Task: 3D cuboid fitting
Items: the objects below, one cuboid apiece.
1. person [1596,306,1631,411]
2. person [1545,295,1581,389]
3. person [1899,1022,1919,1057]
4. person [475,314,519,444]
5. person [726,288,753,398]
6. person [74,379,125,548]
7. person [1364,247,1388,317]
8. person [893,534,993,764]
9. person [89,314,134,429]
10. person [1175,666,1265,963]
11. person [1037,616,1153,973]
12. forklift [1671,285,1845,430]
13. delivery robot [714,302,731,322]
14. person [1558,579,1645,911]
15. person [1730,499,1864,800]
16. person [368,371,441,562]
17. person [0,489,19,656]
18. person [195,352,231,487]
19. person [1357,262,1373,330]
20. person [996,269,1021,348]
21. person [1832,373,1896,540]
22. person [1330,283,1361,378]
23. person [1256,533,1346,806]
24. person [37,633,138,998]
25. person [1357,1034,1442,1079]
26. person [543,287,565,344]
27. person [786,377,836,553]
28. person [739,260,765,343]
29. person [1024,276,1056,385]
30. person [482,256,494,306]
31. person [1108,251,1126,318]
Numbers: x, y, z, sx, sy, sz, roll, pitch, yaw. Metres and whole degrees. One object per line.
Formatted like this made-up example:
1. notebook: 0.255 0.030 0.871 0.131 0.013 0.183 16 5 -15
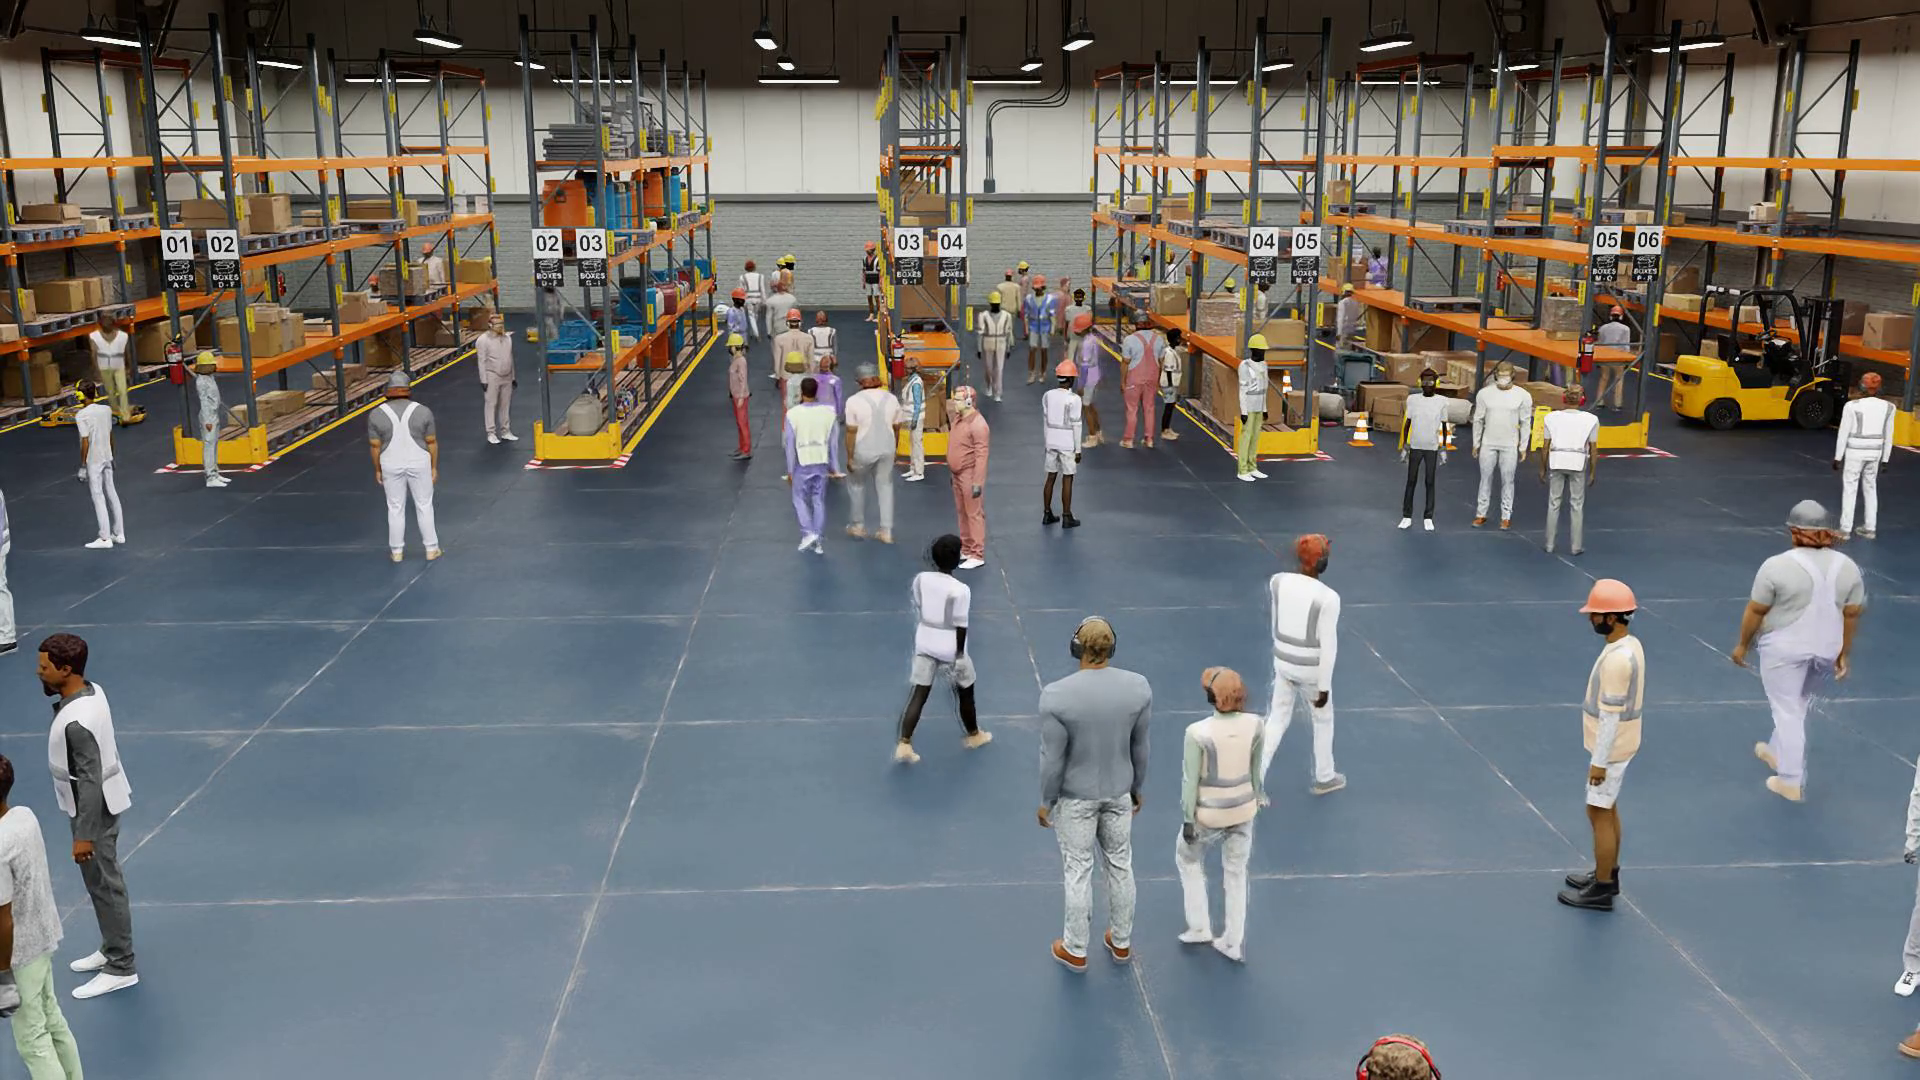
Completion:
1. person: 10.932 -3.042 27.807 0.386 1.737 0.573 -10 17 -37
2. person: 10.926 -3.573 30.096 0.562 1.729 0.719 -2 13 -10
3. person: 4.810 1.559 7.760 0.396 1.992 0.623 -10 16 -35
4. person: -6.847 -2.397 24.705 0.406 1.911 0.639 9 16 33
5. person: -3.859 -3.444 29.100 0.381 1.934 0.546 4 14 18
6. person: -9.453 -0.837 18.194 0.328 1.865 0.520 3 14 12
7. person: 10.581 -6.594 42.709 0.910 1.800 0.662 -8 15 -30
8. person: -0.141 0.769 11.847 0.534 1.652 0.881 10 17 36
9. person: -13.235 -2.636 25.989 0.554 1.782 1.013 -5 14 -22
10. person: 1.388 1.462 8.962 0.531 1.623 0.477 -5 14 -22
11. person: 0.703 1.342 8.801 0.627 1.941 0.374 -4 14 -17
12. forklift: 12.503 -2.886 26.166 2.313 2.155 1.214 -1 13 -3
13. delivery robot: -5.891 -5.657 41.214 0.477 0.478 0.707 0 13 1
14. person: 3.706 1.168 9.575 0.384 1.926 0.550 7 15 26
15. person: 5.645 0.682 11.377 0.695 2.000 0.919 -2 13 -7
16. person: -5.870 -0.792 17.624 0.679 2.000 0.537 -3 14 -13
17. person: -8.411 0.090 14.333 0.404 1.833 0.590 -12 18 -42
18. person: -9.689 -1.566 21.541 0.295 1.744 0.492 -3 14 -13
19. person: 9.693 -5.864 39.982 0.500 1.633 0.282 -10 16 -35
20. person: 1.040 -5.078 36.505 0.546 1.687 0.906 -5 14 -19
21. person: 10.083 -0.938 18.598 0.592 1.876 0.372 0 13 -2
22. person: 7.350 -3.982 31.682 0.659 1.790 0.427 -11 17 -38
23. person: 2.243 0.859 11.051 0.911 1.852 0.574 -12 18 -42
24. person: -4.493 1.401 8.595 0.393 1.920 0.591 -7 15 -26
25. person: 1.280 2.301 4.968 0.558 1.836 0.395 5 14 20
26. person: -8.519 -4.623 34.609 0.458 1.685 0.802 -11 17 -39
27. person: -1.609 -0.806 18.020 0.598 1.886 0.499 -6 15 -24
28. person: -4.669 -5.378 37.501 0.583 1.846 0.967 -6 15 -24
29. person: 1.455 -3.852 30.670 0.620 2.004 0.923 3 14 11
30. person: -11.275 -5.904 39.867 0.327 1.767 0.533 -9 16 -33
31. person: 3.801 -6.151 40.748 0.662 1.831 0.558 3 14 11
